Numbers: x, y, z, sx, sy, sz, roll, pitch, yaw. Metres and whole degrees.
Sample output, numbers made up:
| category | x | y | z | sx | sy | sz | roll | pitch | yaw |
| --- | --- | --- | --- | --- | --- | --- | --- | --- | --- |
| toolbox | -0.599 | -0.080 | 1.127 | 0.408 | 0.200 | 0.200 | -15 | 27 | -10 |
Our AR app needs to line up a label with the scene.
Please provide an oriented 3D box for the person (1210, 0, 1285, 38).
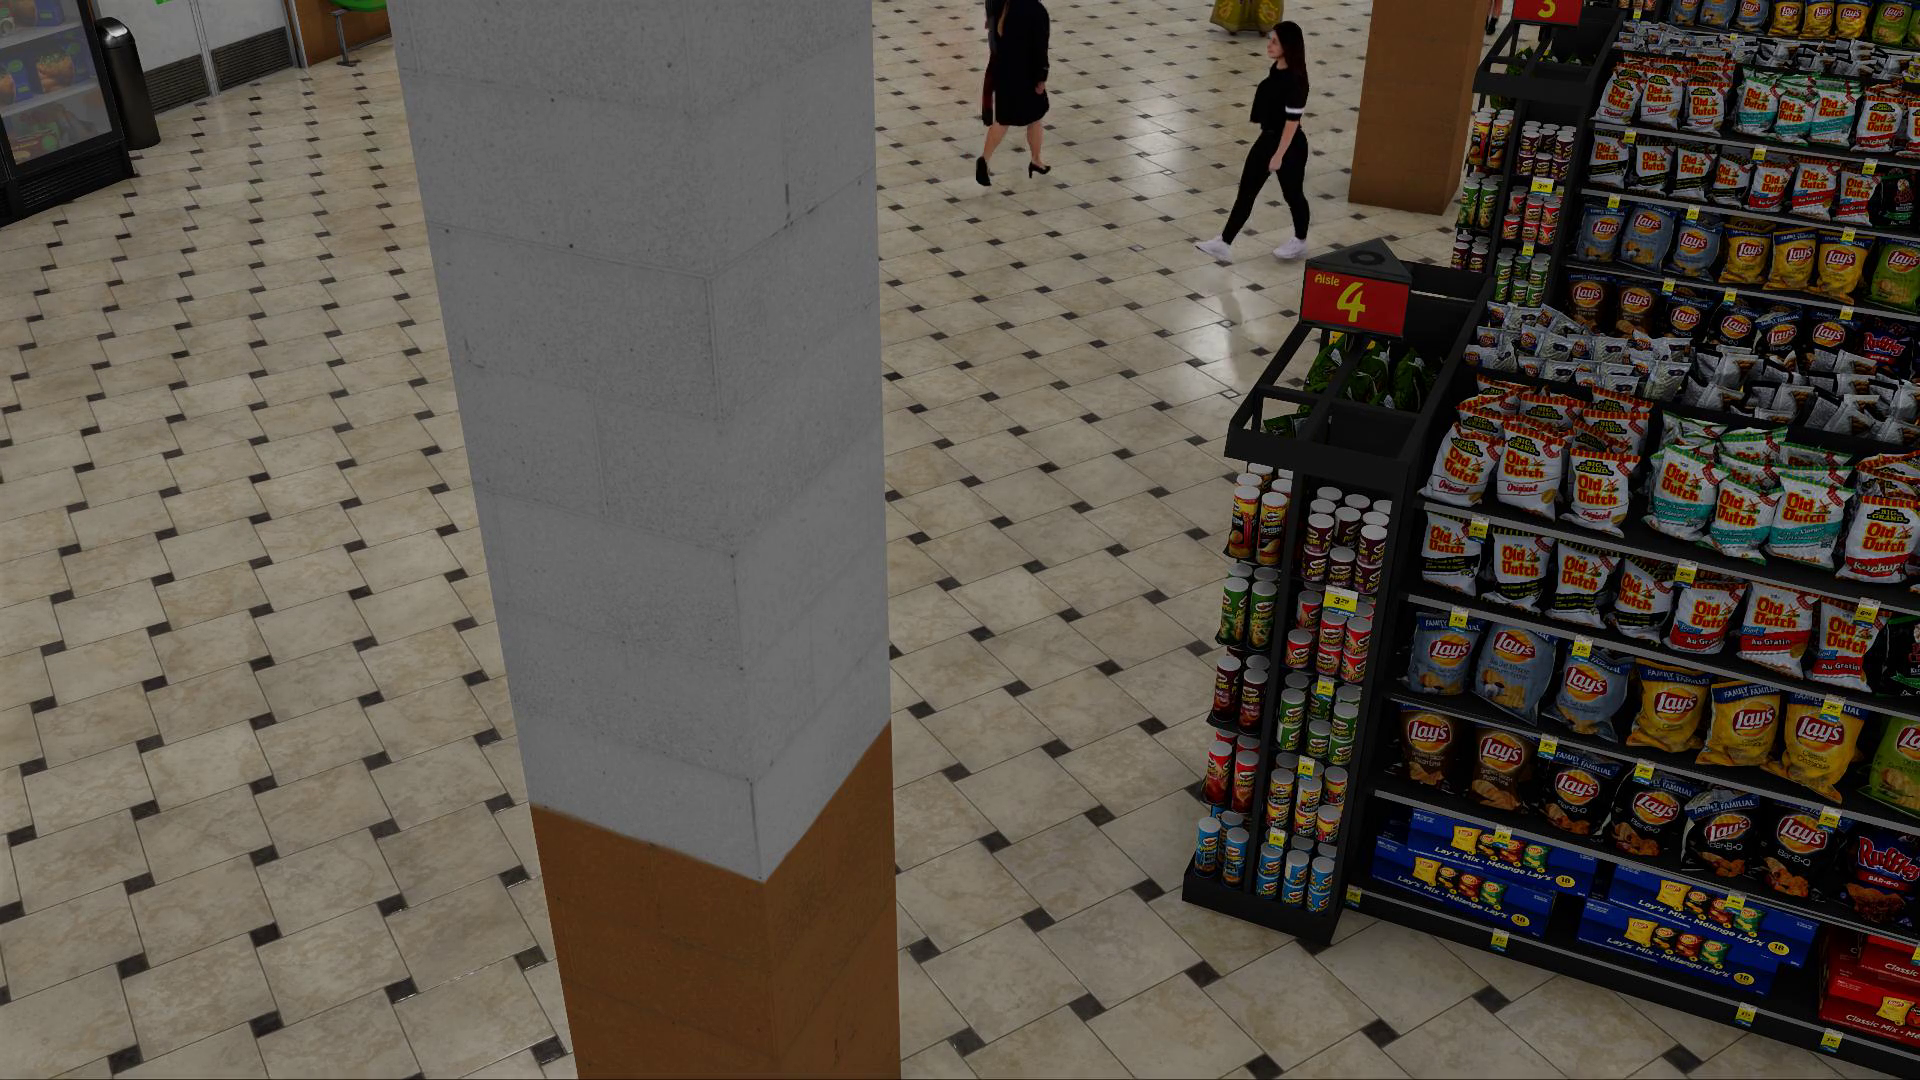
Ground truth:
| category | x | y | z | sx | sy | sz | roll | pitch | yaw |
| --- | --- | --- | --- | --- | --- | --- | --- | --- | --- |
| person | 2.809 | -5.645 | 15.799 | 0.856 | 1.656 | 1.027 | 3 | 32 | 5 |

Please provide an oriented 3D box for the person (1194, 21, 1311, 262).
| category | x | y | z | sx | sy | sz | roll | pitch | yaw |
| --- | --- | --- | --- | --- | --- | --- | --- | --- | --- |
| person | 2.175 | -2.560 | 10.898 | 1.127 | 1.597 | 1.044 | -9 | 33 | -15 |

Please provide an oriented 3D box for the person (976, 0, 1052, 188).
| category | x | y | z | sx | sy | sz | roll | pitch | yaw |
| --- | --- | --- | --- | --- | --- | --- | --- | --- | --- |
| person | 0.370 | -3.374 | 12.158 | 1.043 | 1.647 | 0.921 | 23 | 39 | 33 |
